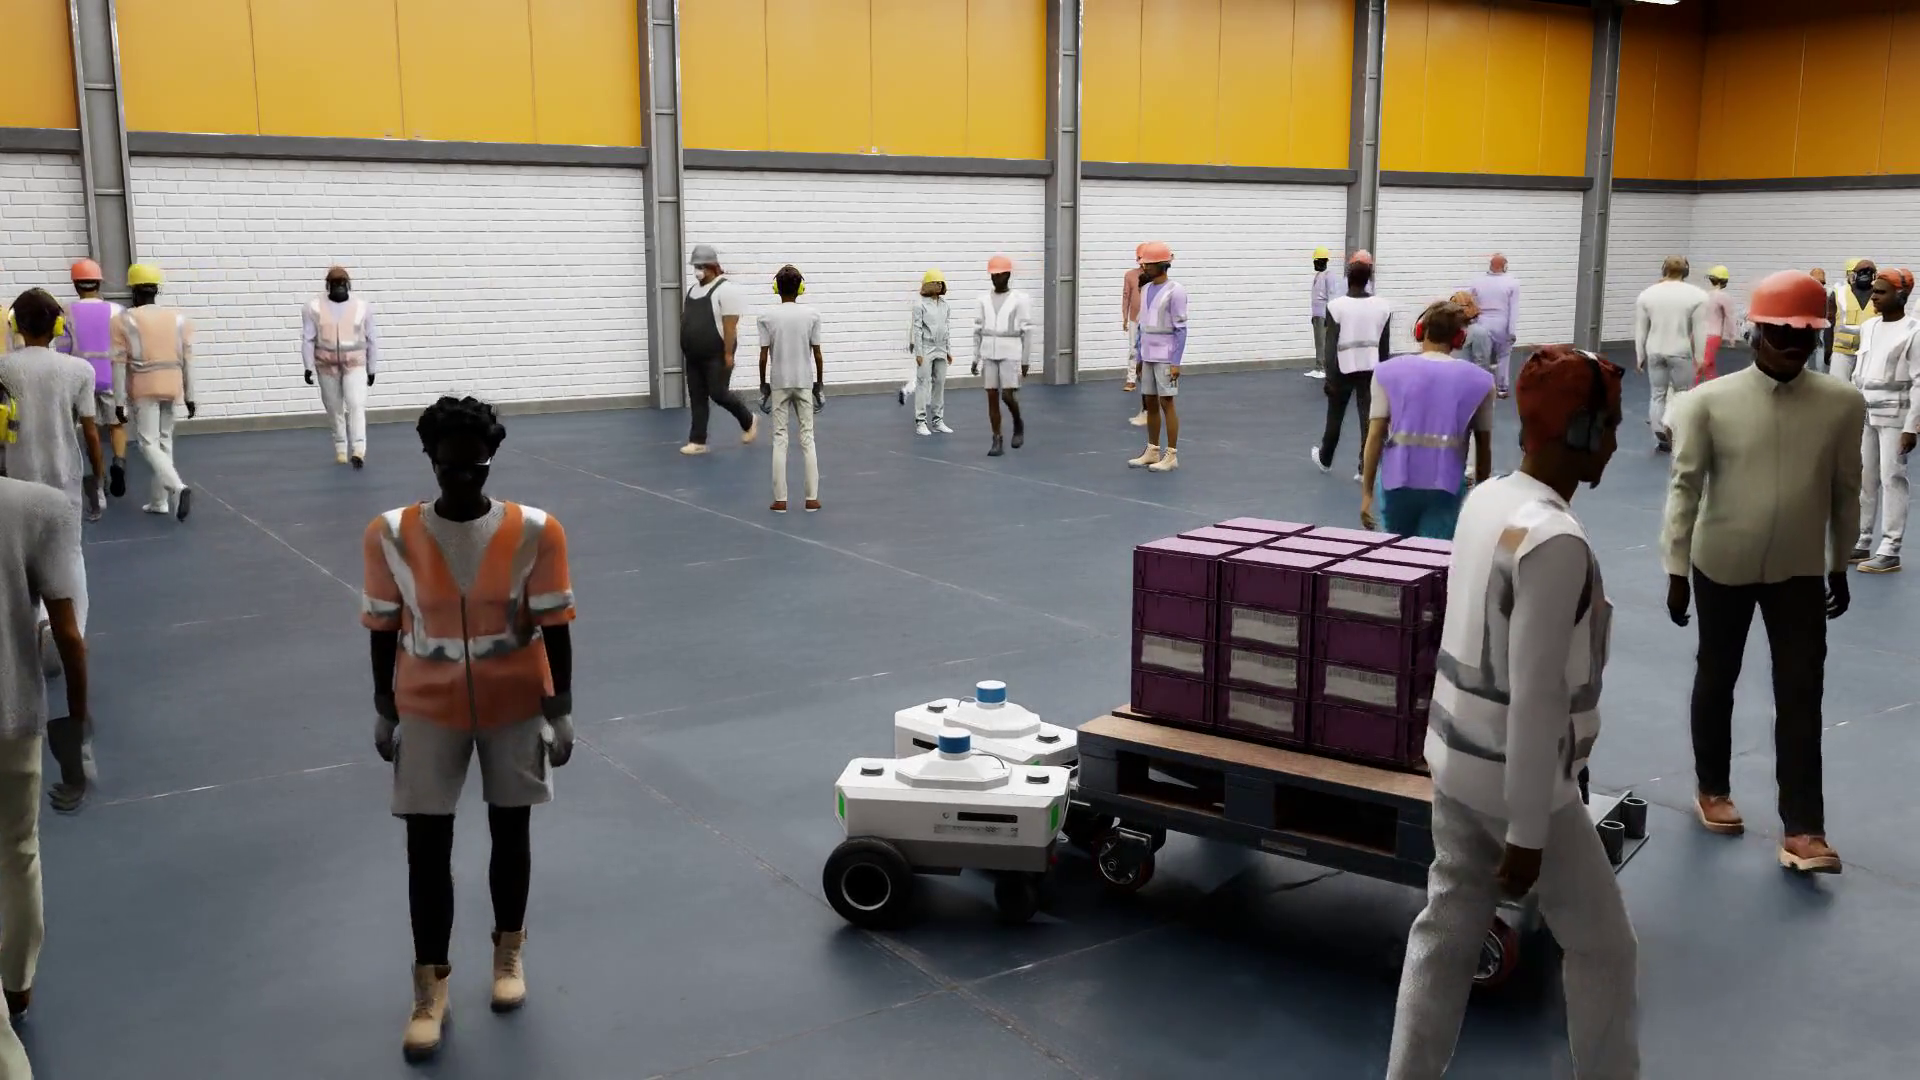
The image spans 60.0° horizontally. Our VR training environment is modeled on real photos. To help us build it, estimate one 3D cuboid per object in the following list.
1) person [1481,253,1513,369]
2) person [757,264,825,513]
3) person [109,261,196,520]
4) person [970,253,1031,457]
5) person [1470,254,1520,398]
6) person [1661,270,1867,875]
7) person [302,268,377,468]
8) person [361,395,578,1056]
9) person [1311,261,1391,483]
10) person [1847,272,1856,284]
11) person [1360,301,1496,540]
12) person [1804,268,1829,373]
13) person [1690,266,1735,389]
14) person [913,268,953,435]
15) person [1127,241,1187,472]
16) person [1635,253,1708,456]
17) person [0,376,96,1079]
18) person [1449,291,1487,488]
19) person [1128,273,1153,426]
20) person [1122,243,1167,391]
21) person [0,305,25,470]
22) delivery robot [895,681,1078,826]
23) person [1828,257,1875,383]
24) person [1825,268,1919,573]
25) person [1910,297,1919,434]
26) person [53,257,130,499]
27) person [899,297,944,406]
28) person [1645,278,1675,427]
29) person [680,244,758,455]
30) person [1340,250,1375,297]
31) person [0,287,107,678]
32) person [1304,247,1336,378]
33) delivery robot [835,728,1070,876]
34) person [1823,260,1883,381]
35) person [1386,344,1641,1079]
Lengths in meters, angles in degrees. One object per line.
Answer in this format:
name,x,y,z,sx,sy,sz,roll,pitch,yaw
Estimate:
person,8.383,-3.574,26.039,0.467,1.830,0.516,-10,14,-44
person,-1.273,-1.137,12.572,0.508,1.872,0.329,-2,10,-9
person,-5.910,-1.093,12.258,0.819,1.903,0.595,8,13,37
person,0.396,-1.758,15.835,0.552,1.921,0.474,5,11,23
person,6.792,-2.709,21.213,0.656,1.867,0.969,7,13,36
person,2.677,0.107,5.494,0.658,1.956,0.940,2,10,9
person,-5.605,-1.548,15.039,0.624,1.792,0.953,-3,11,-15
person,-1.255,0.468,4.291,0.543,1.672,0.619,-3,11,-14
person,3.380,-1.459,14.348,0.602,1.863,0.998,-1,10,-5
person,11.288,-2.566,21.041,0.516,1.640,0.314,1,10,5
person,2.160,-0.208,7.730,0.577,1.772,0.919,2,11,13
person,12.251,-3.083,23.890,0.502,1.633,0.280,1,10,8
person,9.372,-2.561,20.797,0.914,1.720,0.538,-5,11,-23
person,-0.275,-1.982,17.549,0.487,1.746,0.289,-9,14,-41
person,1.744,-1.622,14.763,0.383,2.039,0.615,-6,12,-28
person,6.690,-1.737,15.708,0.649,1.926,0.501,7,13,35
person,-2.412,0.452,4.037,0.532,1.809,1.002,-7,13,-35
person,4.135,-1.243,13.804,0.276,1.633,0.507,-5,11,-25
person,2.042,-2.090,18.288,0.357,1.694,0.544,2,10,9
person,2.485,-2.997,22.429,0.612,1.994,0.395,3,11,17
person,-7.064,-1.082,12.140,0.550,1.921,0.622,-6,12,-30
delivery robot,0.105,0.727,5.708,0.707,0.478,0.477,10,14,43
person,11.888,-2.862,22.226,0.604,1.811,0.608,5,11,25
person,5.735,-0.732,10.338,0.362,1.877,0.575,-2,10,-8
person,10.254,-2.078,17.620,0.408,1.913,0.644,4,11,20
person,-6.758,-1.244,13.026,0.556,1.920,0.694,-6,12,-32
person,-0.465,-2.399,20.275,0.520,1.594,0.774,10,14,43
person,7.724,-2.049,18.220,0.280,1.633,0.498,4,11,19
person,-2.360,-1.849,16.010,0.693,2.000,0.765,9,13,39
person,5.270,-2.818,21.716,0.984,1.890,0.571,-3,11,-17
person,-4.371,-0.275,7.933,0.524,1.845,0.771,-6,12,-30
person,5.322,-3.350,24.550,0.376,1.925,0.594,-2,10,-10
delivery robot,-0.015,0.827,5.158,0.707,0.478,0.477,1,10,8
person,9.188,-1.940,17.049,0.627,1.846,0.429,4,11,19
person,1.320,0.515,3.587,0.836,1.850,0.566,-1,10,-3
